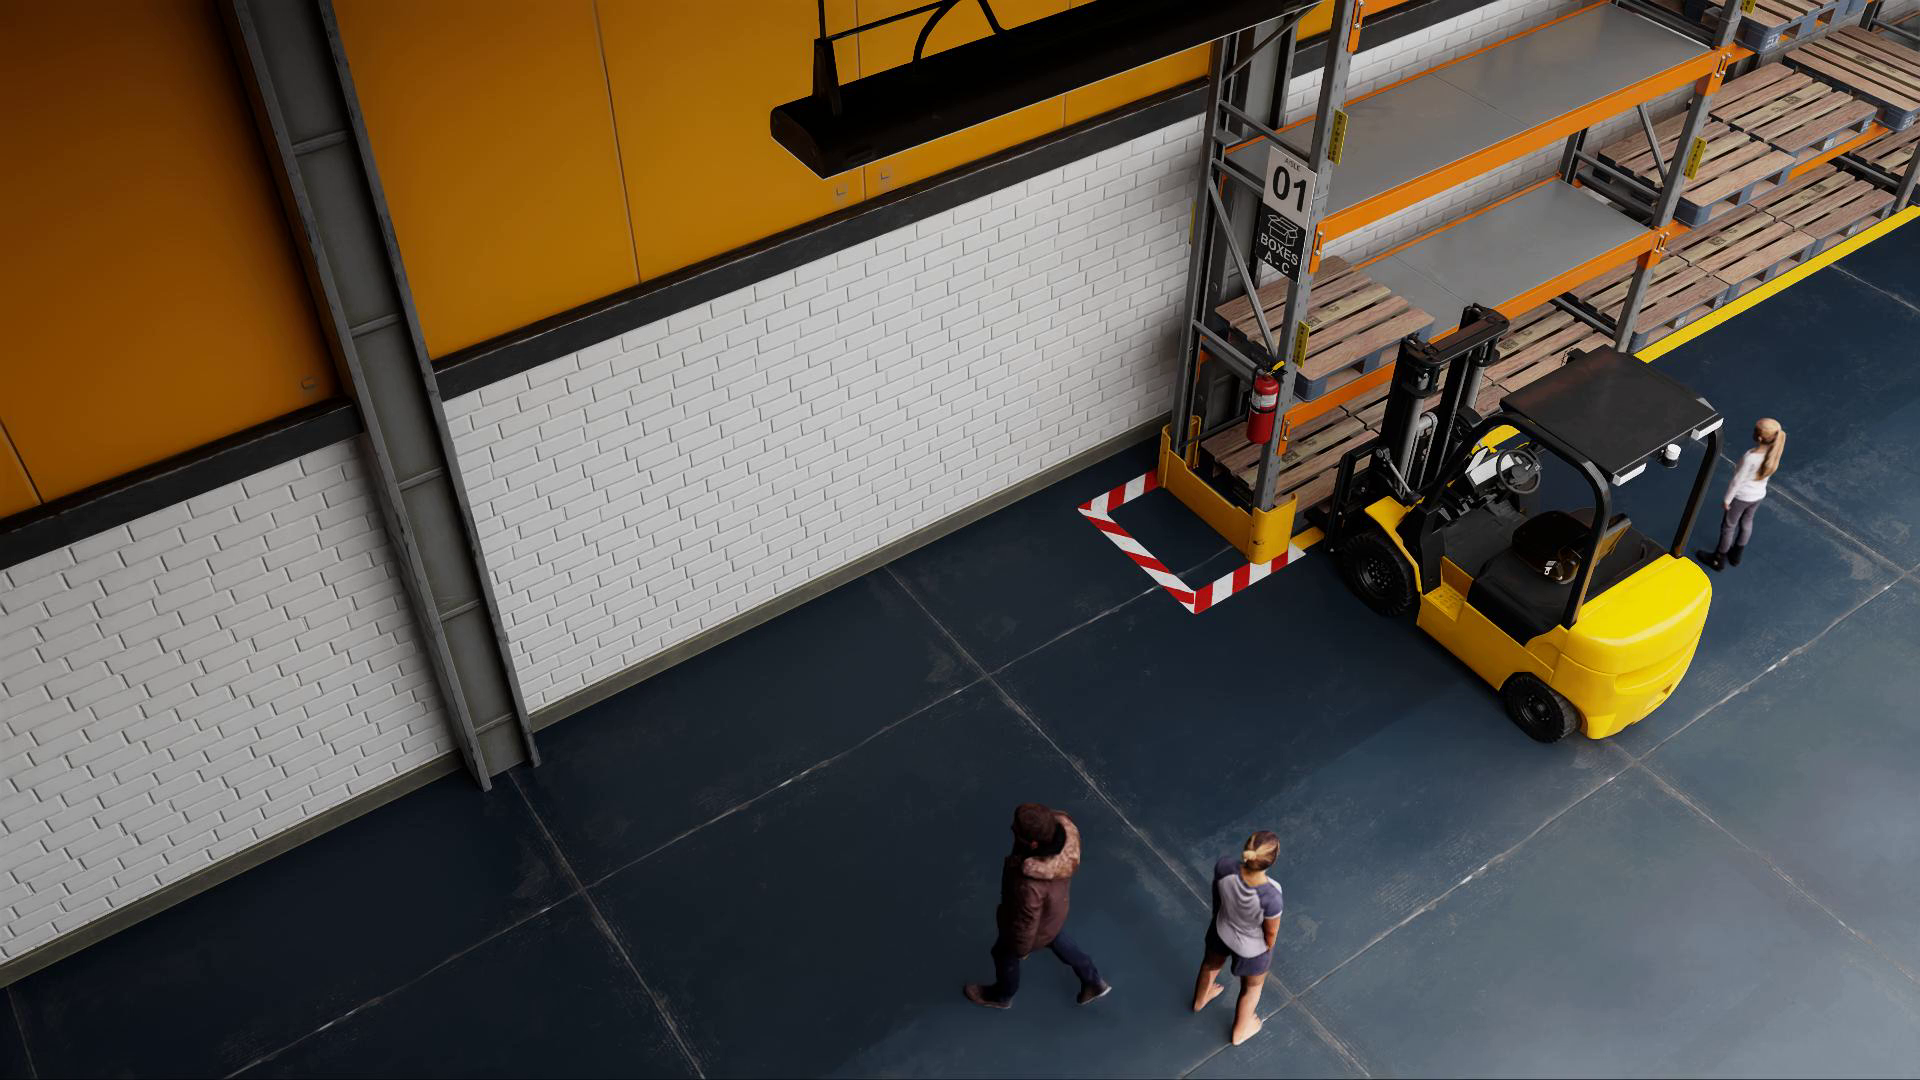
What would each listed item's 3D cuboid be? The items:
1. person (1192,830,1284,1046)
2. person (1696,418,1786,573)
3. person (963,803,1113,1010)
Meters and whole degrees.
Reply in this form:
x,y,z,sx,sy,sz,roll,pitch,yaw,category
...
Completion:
x,y,z,sx,sy,sz,roll,pitch,yaw,category
1.495,2.105,8.837,0.607,1.619,0.576,34,53,31,person
5.507,-0.313,11.627,0.470,1.273,0.578,-16,46,-16,person
0.457,1.970,8.829,1.129,1.826,1.139,15,46,16,person
